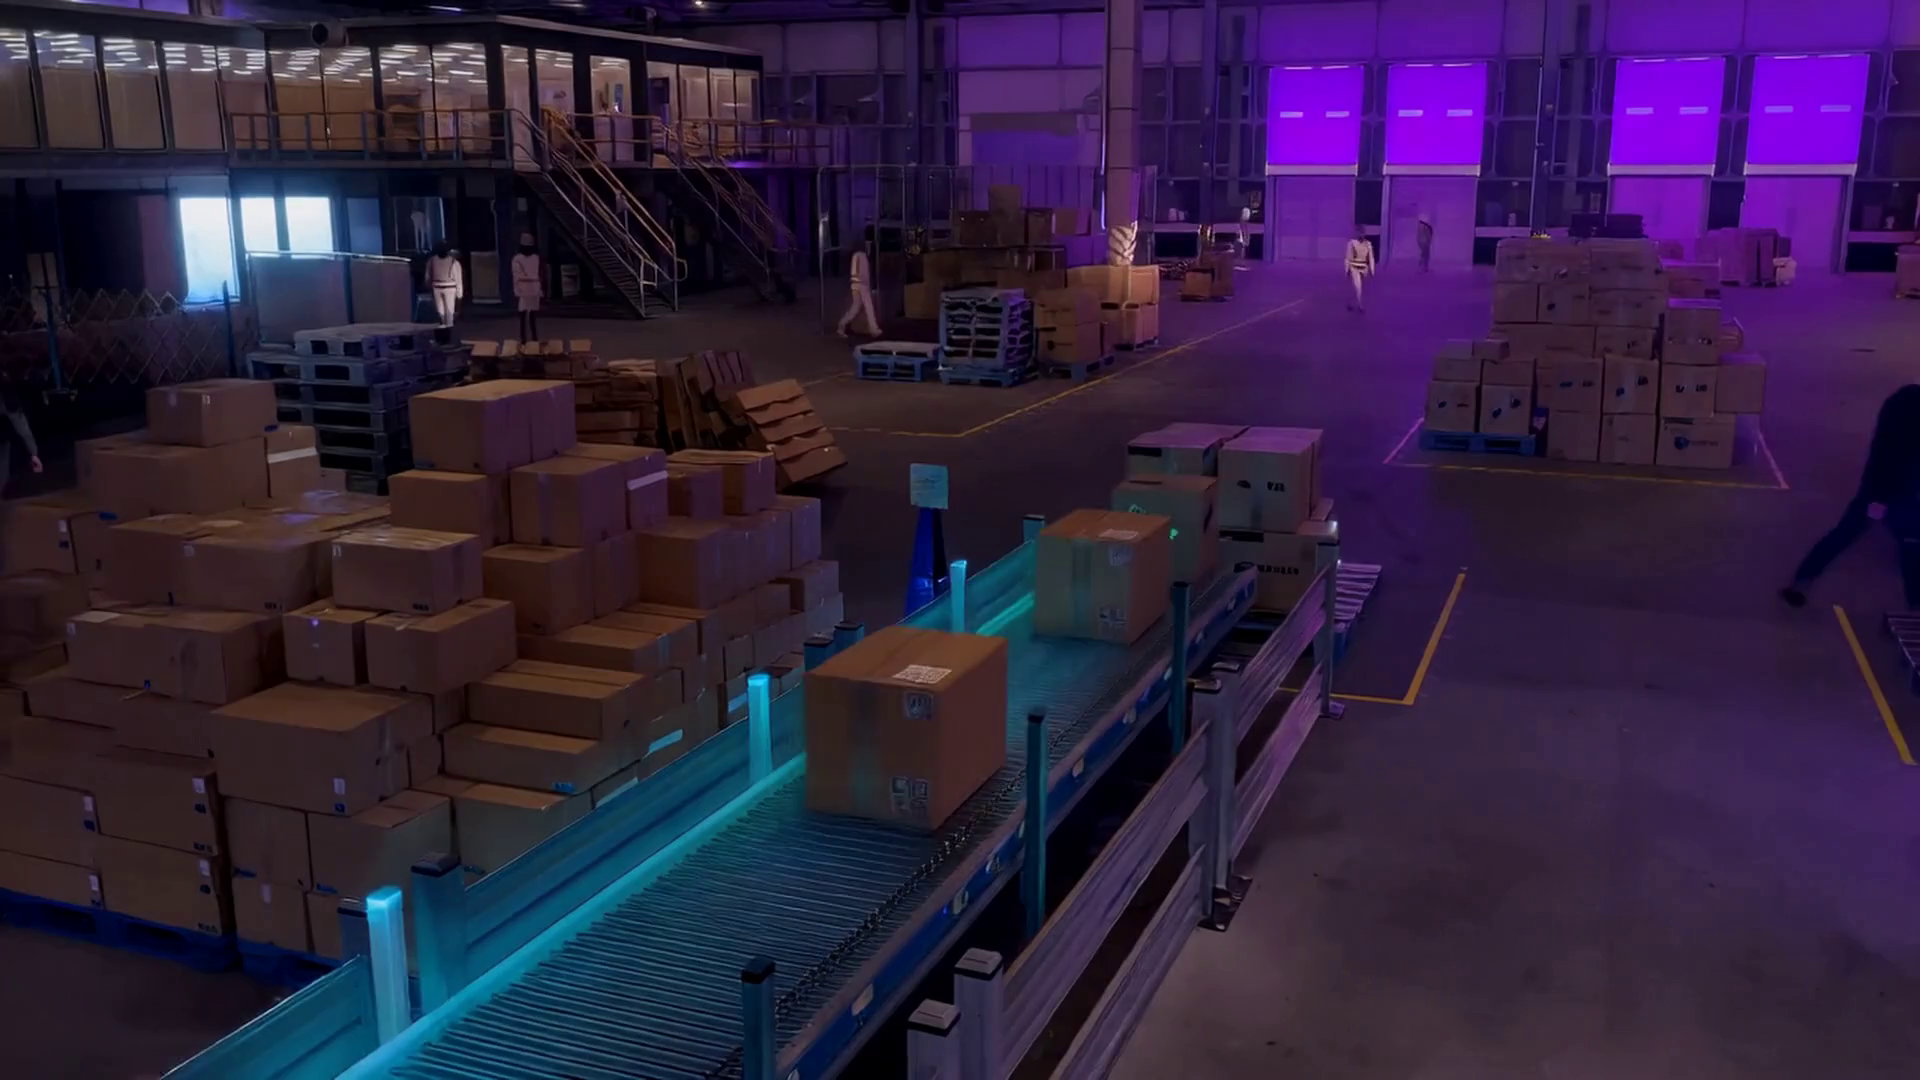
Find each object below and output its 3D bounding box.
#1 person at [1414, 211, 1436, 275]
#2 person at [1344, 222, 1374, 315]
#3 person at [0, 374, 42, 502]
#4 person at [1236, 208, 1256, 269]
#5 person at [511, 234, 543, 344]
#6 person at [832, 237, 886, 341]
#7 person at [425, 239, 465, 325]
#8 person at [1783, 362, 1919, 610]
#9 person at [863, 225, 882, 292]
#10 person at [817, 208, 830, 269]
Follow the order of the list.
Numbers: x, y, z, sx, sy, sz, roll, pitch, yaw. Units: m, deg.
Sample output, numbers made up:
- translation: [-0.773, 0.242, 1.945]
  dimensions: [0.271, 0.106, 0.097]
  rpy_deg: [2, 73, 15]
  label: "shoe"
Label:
- translation: [13.434, -8.501, 47.720]
  dimensions: [0.824, 1.809, 0.651]
  rpy_deg: [9, 15, 34]
  label: "person"
- translation: [8.375, -5.729, 35.057]
  dimensions: [0.618, 1.920, 0.828]
  rpy_deg: [-3, 13, -15]
  label: "person"
- translation: [-7.263, -0.651, 12.403]
  dimensions: [0.669, 1.869, 1.016]
  rpy_deg: [-9, 16, -36]
  label: "person"
- translation: [8.765, -9.158, 50.612]
  dimensions: [0.859, 1.838, 0.555]
  rpy_deg: [11, 17, 41]
  label: "person"
- translation: [-7.298, -4.201, 28.152]
  dimensions: [0.342, 1.942, 0.552]
  rpy_deg: [10, 16, 38]
  label: "person"
- translation: [-1.818, -4.450, 29.507]
  dimensions: [0.923, 1.848, 0.603]
  rpy_deg: [-5, 13, -20]
  label: "person"
- translation: [-8.730, -4.123, 28.009]
  dimensions: [0.607, 1.842, 0.944]
  rpy_deg: [1, 13, 5]
  label: "person"
- translation: [6.166, -0.350, 11.155]
  dimensions: [1.048, 1.841, 0.682]
  rpy_deg: [3, 13, 13]
  label: "person"
- translation: [-1.773, -5.432, 33.753]
  dimensions: [0.397, 1.911, 0.587]
  rpy_deg: [0, 13, 2]
  label: "person"
- translation: [-4.199, -9.181, 50.706]
  dimensions: [0.506, 1.847, 0.344]
  rpy_deg: [-9, 15, -35]
  label: "person"
